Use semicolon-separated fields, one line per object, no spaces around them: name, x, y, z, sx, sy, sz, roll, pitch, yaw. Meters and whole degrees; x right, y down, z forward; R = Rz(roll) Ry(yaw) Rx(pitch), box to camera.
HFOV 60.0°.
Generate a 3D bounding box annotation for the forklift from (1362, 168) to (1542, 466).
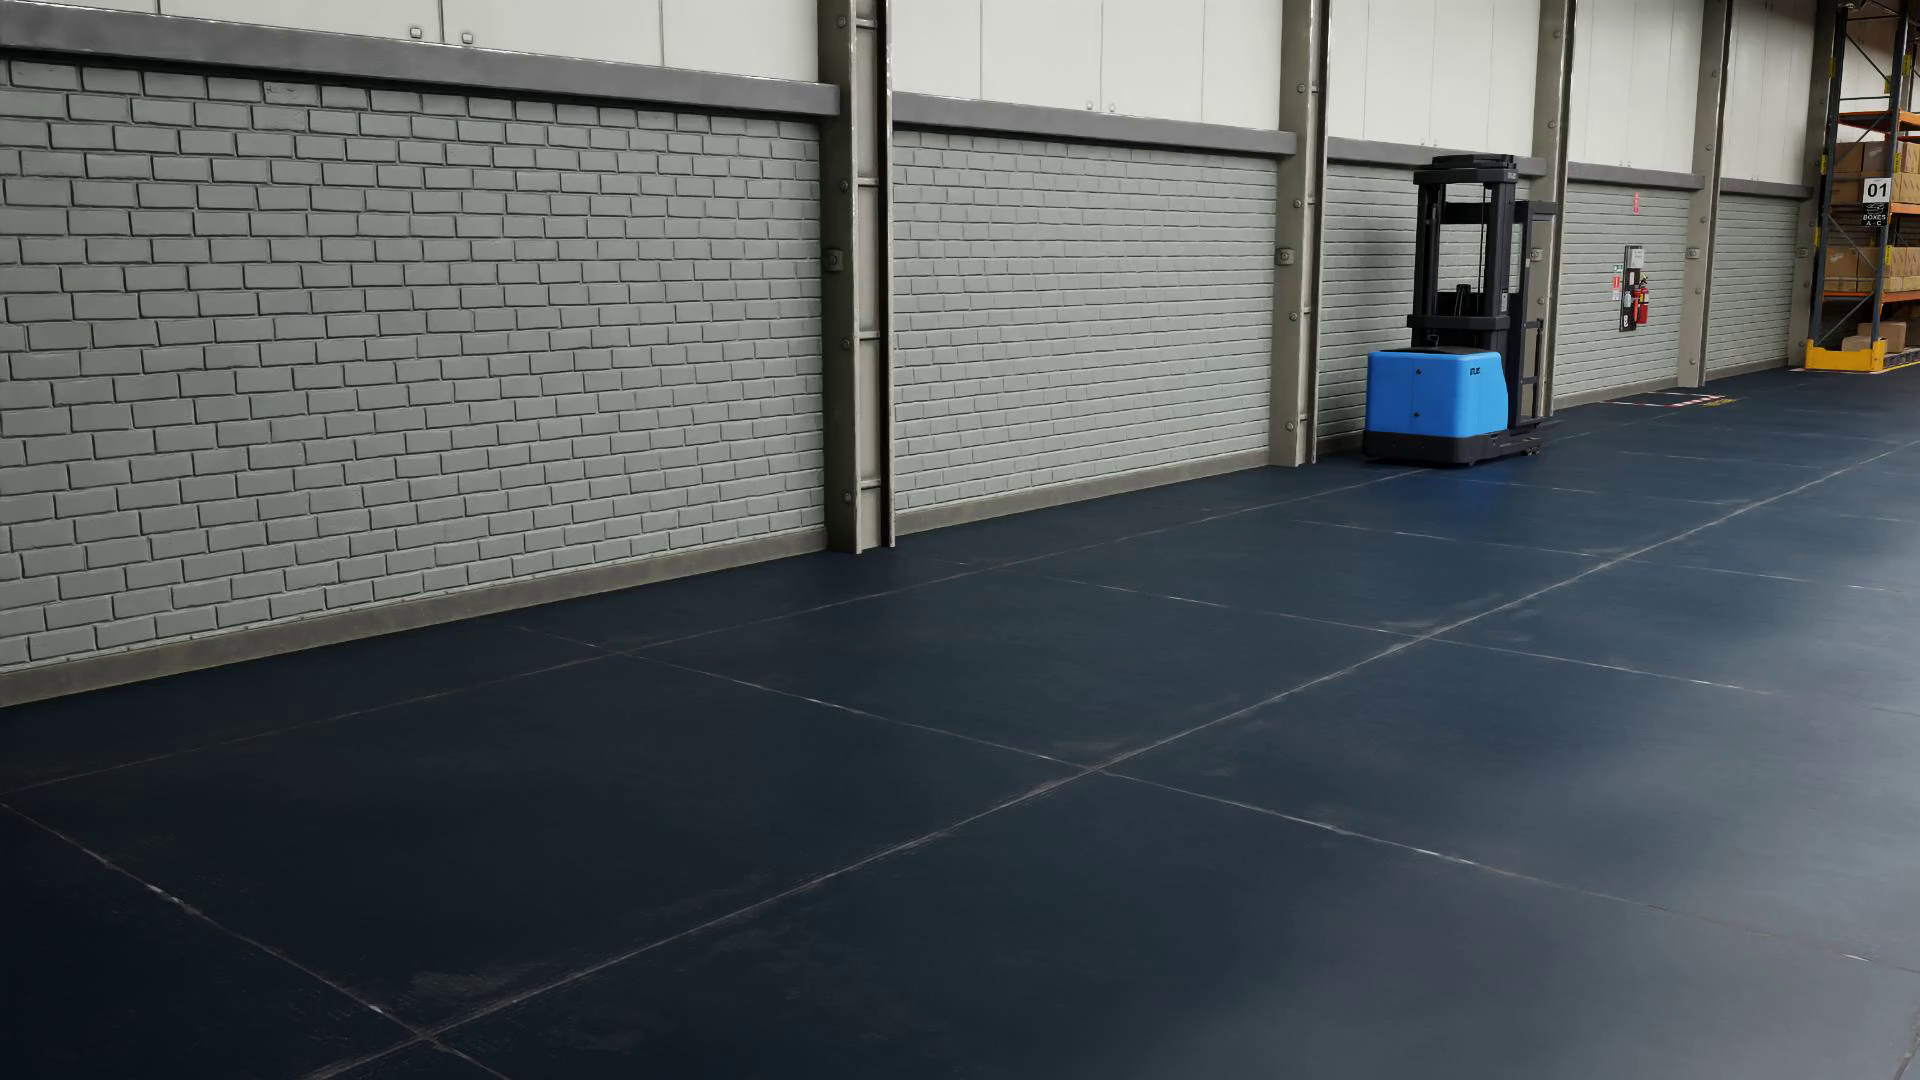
forklift;4.875;-2.212;16.287;1.129;2.768;1.873;8;13;40
